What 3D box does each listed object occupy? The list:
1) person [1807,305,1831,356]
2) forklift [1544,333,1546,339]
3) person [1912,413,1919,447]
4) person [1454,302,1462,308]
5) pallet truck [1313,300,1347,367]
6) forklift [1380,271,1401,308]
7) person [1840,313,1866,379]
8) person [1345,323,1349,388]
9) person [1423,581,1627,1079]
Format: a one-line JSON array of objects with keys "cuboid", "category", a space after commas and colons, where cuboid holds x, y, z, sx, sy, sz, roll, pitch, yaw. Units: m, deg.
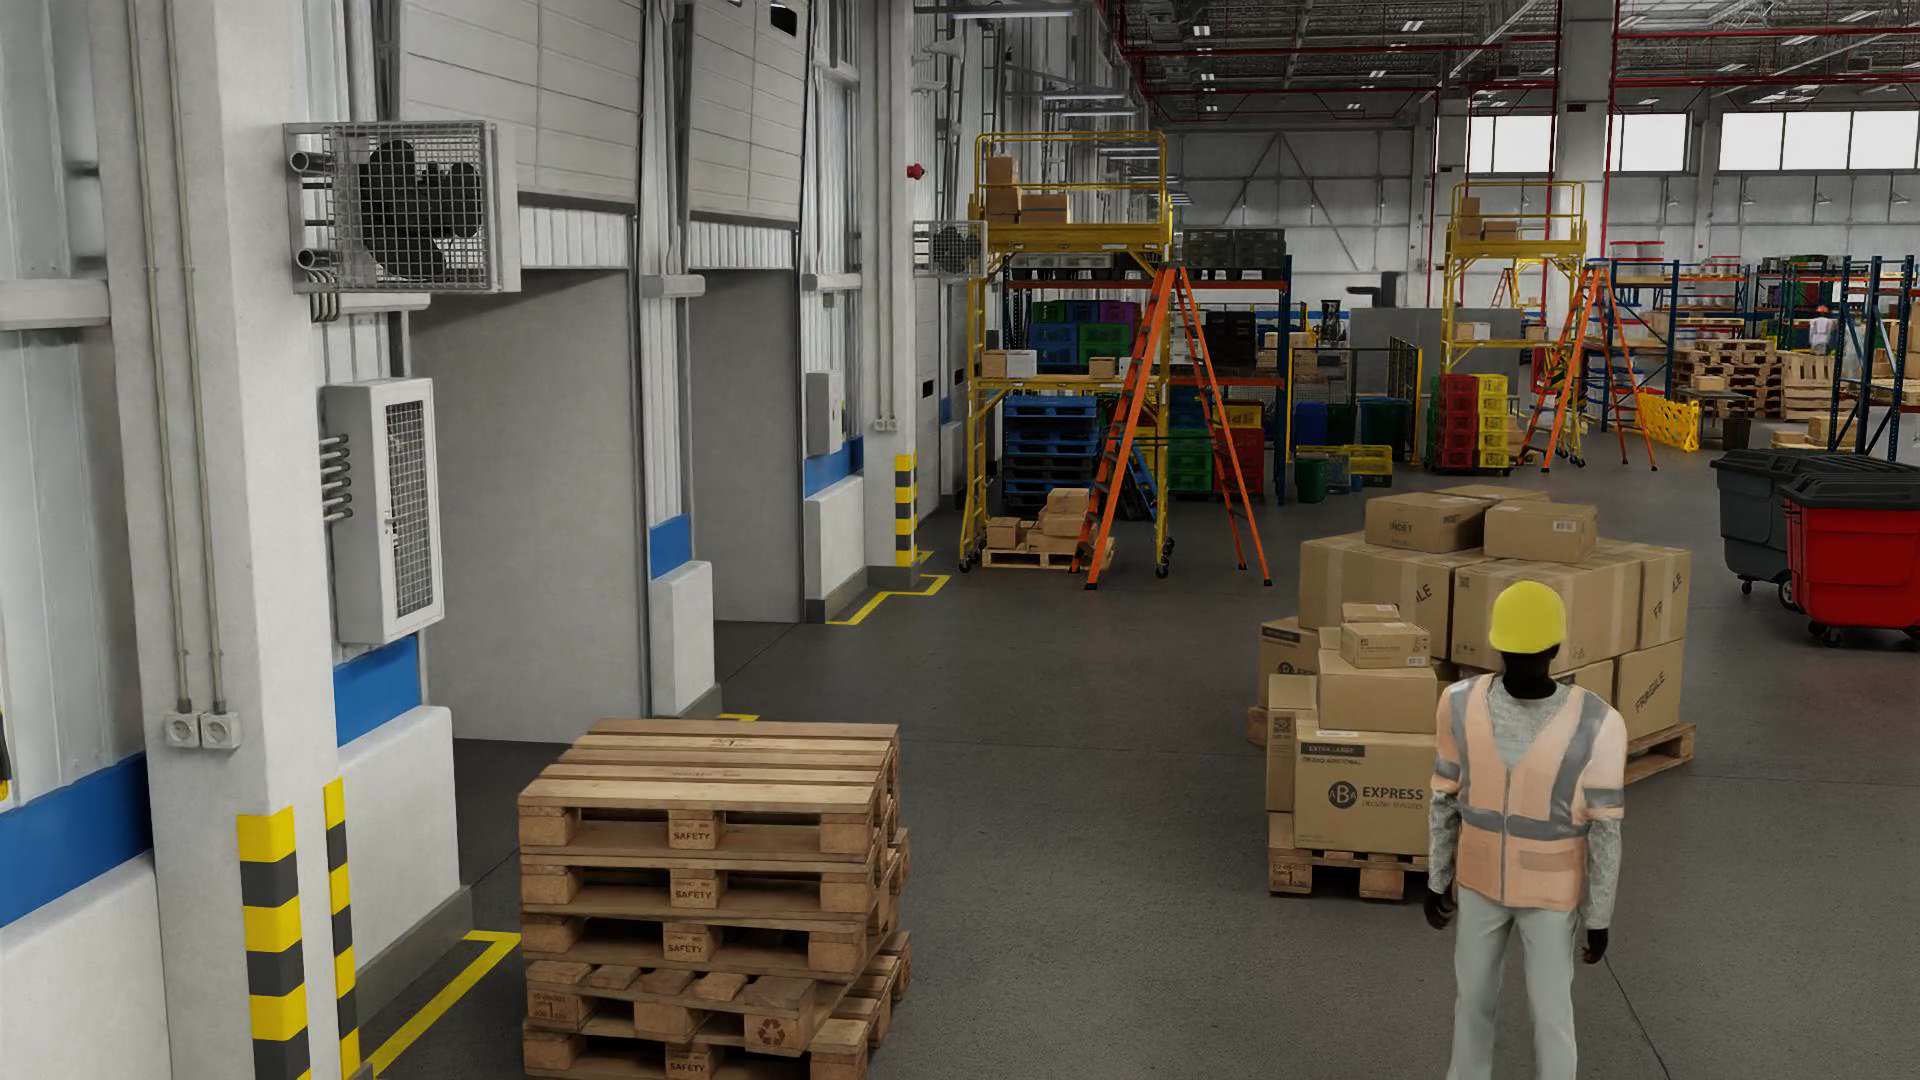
[{"cuboid": [22.958, -5.310, 44.499, 0.560, 1.914, 0.711, 1, 9, 7], "category": "person"}, {"cuboid": [17.130, -6.065, 46.169, 1.873, 2.768, 1.129, -3, 10, -19], "category": "forklift"}, {"cuboid": [15.618, -2.345, 26.764, 0.333, 1.738, 0.487, 9, 13, 43], "category": "person"}, {"cuboid": [14.907, -6.151, 49.754, 0.656, 1.883, 1.004, -2, 9, -12], "category": "person"}, {"cuboid": [11.159, -6.200, 49.718, 0.823, 1.965, 1.885, 4, 10, 26], "category": "pallet truck"}, {"cuboid": [10.804, -5.390, 42.010, 1.873, 2.768, 1.129, 1, 9, 9], "category": "forklift"}, {"cuboid": [20.540, -4.268, 38.150, 0.648, 1.892, 1.023, 3, 10, 18], "category": "person"}, {"cuboid": [9.482, -4.568, 39.870, 0.542, 1.928, 0.376, -6, 11, -34], "category": "person"}, {"cuboid": [1.726, 1.066, 5.164, 0.590, 1.918, 0.398, 7, 12, 38], "category": "person"}]
